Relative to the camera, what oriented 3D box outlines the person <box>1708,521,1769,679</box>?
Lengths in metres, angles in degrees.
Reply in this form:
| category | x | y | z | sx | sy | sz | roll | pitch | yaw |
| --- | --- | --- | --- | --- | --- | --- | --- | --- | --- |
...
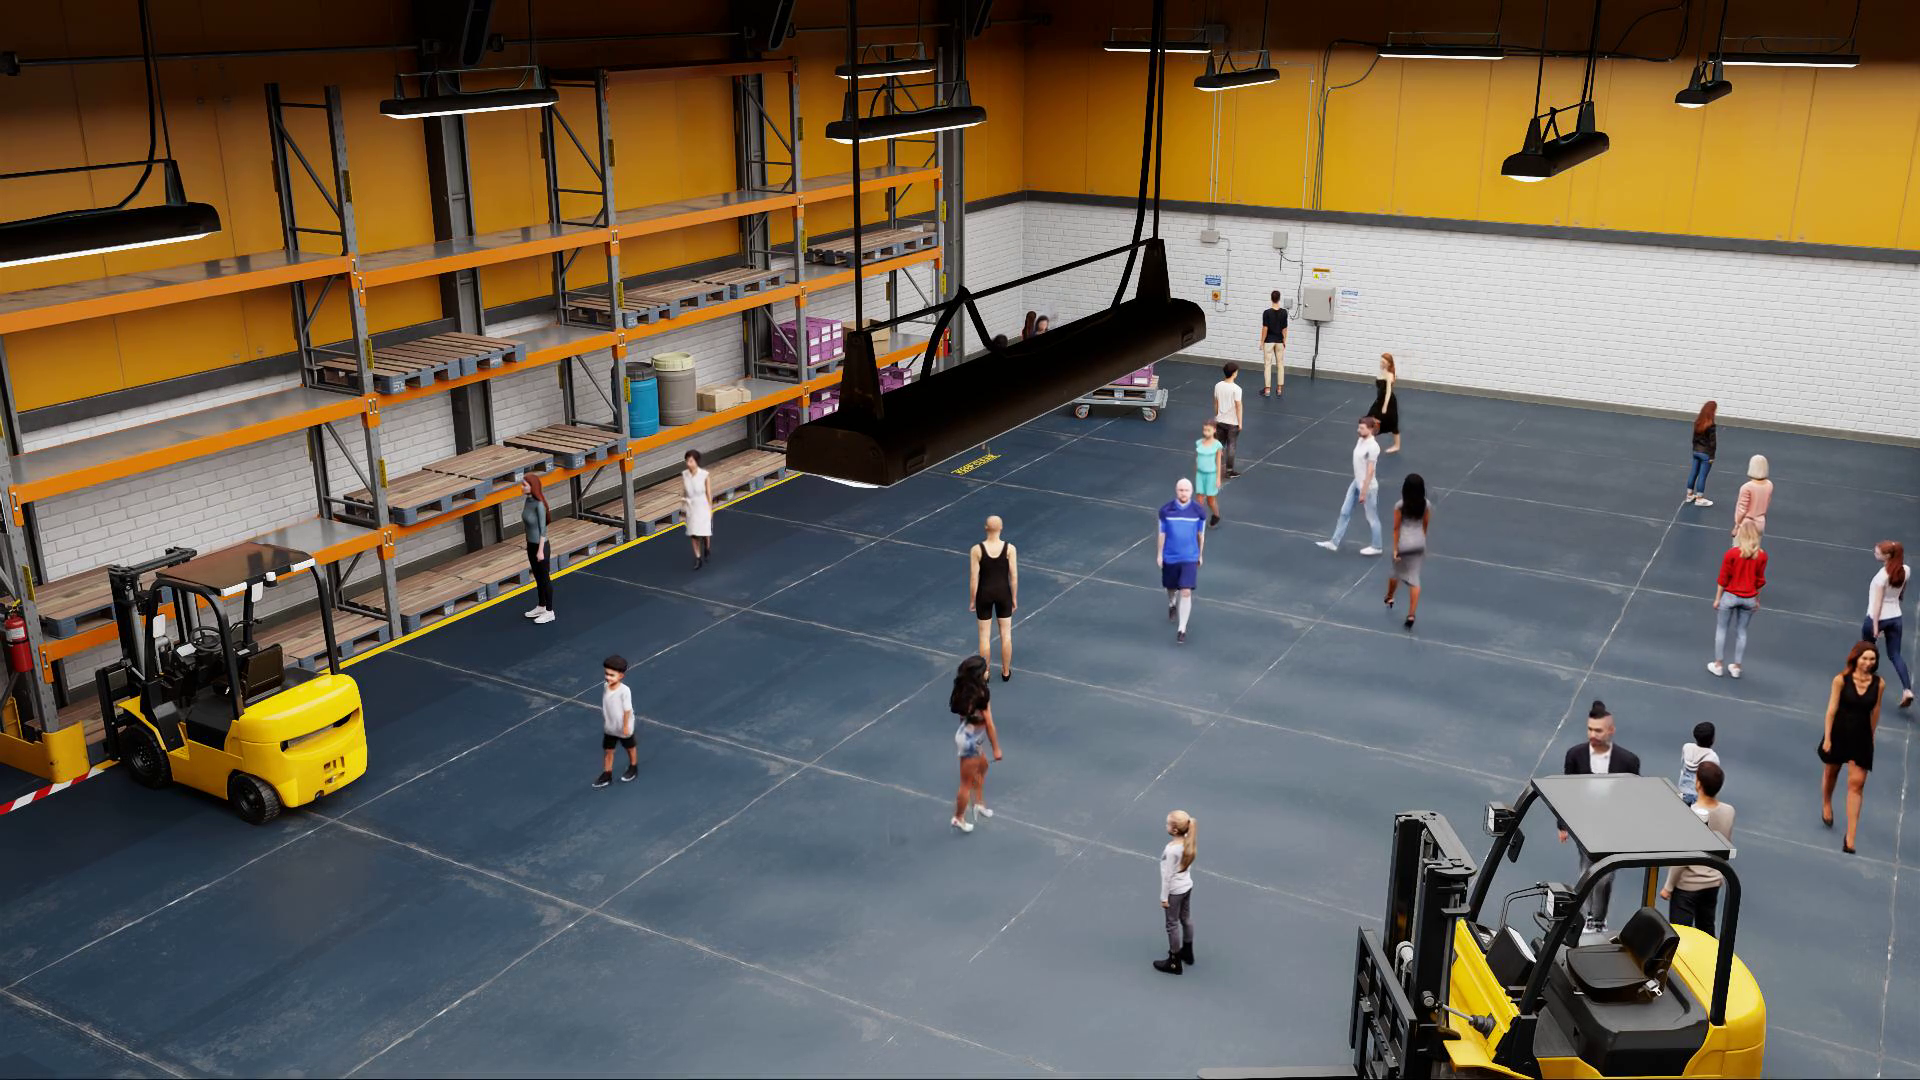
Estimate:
| category | x | y | z | sx | sy | sz | roll | pitch | yaw |
| --- | --- | --- | --- | --- | --- | --- | --- | --- | --- |
| person | 8.162 | 0.631 | 17.428 | 0.707 | 1.695 | 0.688 | 1 | 19 | 2 |

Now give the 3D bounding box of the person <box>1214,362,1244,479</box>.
| category | x | y | z | sx | sy | sz | roll | pitch | yaw |
| --- | --- | --- | --- | --- | --- | --- | --- | --- | --- |
| person | 3.956 | -1.785 | 24.562 | 0.632 | 1.722 | 0.685 | -17 | 25 | -40 |

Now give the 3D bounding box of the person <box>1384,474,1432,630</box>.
| category | x | y | z | sx | sy | sz | roll | pitch | yaw |
| --- | --- | --- | --- | --- | --- | --- | --- | --- | --- |
| person | 5.100 | 0.158 | 18.763 | 0.940 | 1.741 | 1.148 | 0 | 19 | 0 |

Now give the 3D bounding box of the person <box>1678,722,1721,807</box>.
| category | x | y | z | sx | sy | sz | roll | pitch | yaw |
| --- | --- | --- | --- | --- | --- | --- | --- | --- | --- |
| person | 6.086 | 2.090 | 13.781 | 0.571 | 1.258 | 0.535 | -14 | 23 | -36 |

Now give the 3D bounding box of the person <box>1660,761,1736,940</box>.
| category | x | y | z | sx | sy | sz | roll | pitch | yaw |
| --- | --- | --- | --- | --- | --- | --- | --- | --- | --- |
| person | 5.219 | 2.437 | 11.800 | 0.723 | 1.865 | 0.800 | -6 | 20 | -18 |

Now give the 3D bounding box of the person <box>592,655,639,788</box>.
| category | x | y | z | sx | sy | sz | roll | pitch | yaw |
| --- | --- | --- | --- | --- | --- | --- | --- | --- | --- |
| person | -3.077 | 1.620 | 15.205 | 0.502 | 1.239 | 0.716 | 10 | 21 | 27 |

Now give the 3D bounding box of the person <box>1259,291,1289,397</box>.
| category | x | y | z | sx | sy | sz | roll | pitch | yaw |
| --- | --- | --- | --- | --- | --- | --- | --- | --- | --- |
| person | 5.549 | -3.474 | 29.376 | 0.710 | 1.849 | 0.748 | -3 | 19 | -10 |

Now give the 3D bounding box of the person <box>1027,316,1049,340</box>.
| category | x | y | z | sx | sy | sz | roll | pitch | yaw |
| --- | --- | --- | --- | --- | --- | --- | --- | --- | --- |
| person | 1.343 | -2.947 | 28.024 | 0.846 | 1.714 | 0.951 | 1 | 19 | 3 |

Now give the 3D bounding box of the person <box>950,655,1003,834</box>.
| category | x | y | z | sx | sy | sz | roll | pitch | yaw |
| --- | --- | --- | --- | --- | --- | --- | --- | --- | --- |
| person | 0.028 | 1.775 | 14.169 | 0.816 | 1.609 | 0.748 | -7 | 20 | -20 |

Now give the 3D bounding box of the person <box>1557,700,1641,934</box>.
| category | x | y | z | sx | sy | sz | roll | pitch | yaw |
| --- | --- | --- | --- | --- | --- | --- | --- | --- | --- |
| person | 4.876 | 2.108 | 12.680 | 0.711 | 1.927 | 0.644 | 10 | 21 | 27 |

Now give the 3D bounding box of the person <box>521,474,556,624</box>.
| category | x | y | z | sx | sy | sz | roll | pitch | yaw |
| --- | --- | --- | --- | --- | --- | --- | --- | --- | --- |
| person | -4.818 | 0.086 | 18.972 | 0.670 | 1.743 | 0.658 | -13 | 22 | -33 |

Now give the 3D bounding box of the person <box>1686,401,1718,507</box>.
| category | x | y | z | sx | sy | sz | roll | pitch | yaw |
| --- | --- | --- | --- | --- | --- | --- | --- | --- | --- |
| person | 10.404 | -1.230 | 23.285 | 0.691 | 1.485 | 0.636 | -6 | 19 | -16 |

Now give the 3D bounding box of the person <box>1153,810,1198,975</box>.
| category | x | y | z | sx | sy | sz | roll | pitch | yaw |
| --- | --- | --- | --- | --- | --- | --- | --- | --- | --- |
| person | 1.617 | 2.581 | 12.297 | 0.580 | 1.274 | 0.461 | 14 | 23 | 36 |

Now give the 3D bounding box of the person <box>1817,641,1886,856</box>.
| category | x | y | z | sx | sy | sz | roll | pitch | yaw |
| --- | --- | --- | --- | --- | --- | --- | --- | --- | --- |
| person | 7.501 | 1.694 | 14.122 | 0.815 | 1.791 | 1.195 | 4 | 19 | 13 |

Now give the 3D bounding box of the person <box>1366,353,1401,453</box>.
| category | x | y | z | sx | sy | sz | roll | pitch | yaw |
| --- | --- | --- | --- | --- | --- | --- | --- | --- | --- |
| person | 6.646 | -2.104 | 25.714 | 1.022 | 1.590 | 0.926 | -5 | 19 | -14 |

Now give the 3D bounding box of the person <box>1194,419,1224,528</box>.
| category | x | y | z | sx | sy | sz | roll | pitch | yaw |
| --- | --- | --- | --- | --- | --- | --- | --- | --- | --- |
| person | 3.315 | -0.855 | 22.069 | 0.595 | 1.550 | 0.875 | 13 | 23 | 34 |

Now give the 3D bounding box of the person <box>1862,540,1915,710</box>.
| category | x | y | z | sx | sy | sz | roll | pitch | yaw |
| --- | --- | --- | --- | --- | --- | --- | --- | --- | --- |
| person | 9.374 | 0.867 | 16.720 | 1.035 | 1.701 | 1.122 | -3 | 19 | -9 |

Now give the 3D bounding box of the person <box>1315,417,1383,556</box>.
| category | x | y | z | sx | sy | sz | roll | pitch | yaw |
| --- | --- | --- | --- | --- | --- | --- | --- | --- | --- |
| person | 5.221 | -0.663 | 21.080 | 1.124 | 1.818 | 1.114 | -3 | 19 | -8 |

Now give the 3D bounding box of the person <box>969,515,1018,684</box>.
| category | x | y | z | sx | sy | sz | roll | pitch | yaw |
| --- | --- | --- | --- | --- | --- | --- | --- | --- | --- |
| person | 0.351 | 0.610 | 17.304 | 0.714 | 1.815 | 0.725 | -2 | 19 | -5 |

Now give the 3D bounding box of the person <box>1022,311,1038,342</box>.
| category | x | y | z | sx | sy | sz | roll | pitch | yaw |
| --- | --- | --- | --- | --- | --- | --- | --- | --- | --- |
| person | 1.248 | -3.245 | 29.159 | 0.550 | 1.554 | 0.613 | 9 | 20 | 24 |

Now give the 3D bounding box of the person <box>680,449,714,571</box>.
| category | x | y | z | sx | sy | sz | roll | pitch | yaw |
| --- | --- | --- | --- | --- | --- | --- | --- | --- | --- |
| person | -3.245 | -0.392 | 20.706 | 0.657 | 1.543 | 0.715 | 5 | 19 | 14 |

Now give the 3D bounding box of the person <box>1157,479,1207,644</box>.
| category | x | y | z | sx | sy | sz | roll | pitch | yaw |
| --- | --- | --- | --- | --- | --- | --- | --- | --- | --- |
| person | 2.460 | 0.183 | 18.573 | 0.942 | 1.814 | 1.243 | 3 | 19 | 10 |

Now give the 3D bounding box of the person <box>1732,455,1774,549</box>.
| category | x | y | z | sx | sy | sz | roll | pitch | yaw |
| --- | --- | --- | --- | --- | --- | --- | --- | --- | --- |
| person | 9.395 | -0.172 | 19.765 | 0.666 | 1.727 | 0.745 | -7 | 20 | -19 |
